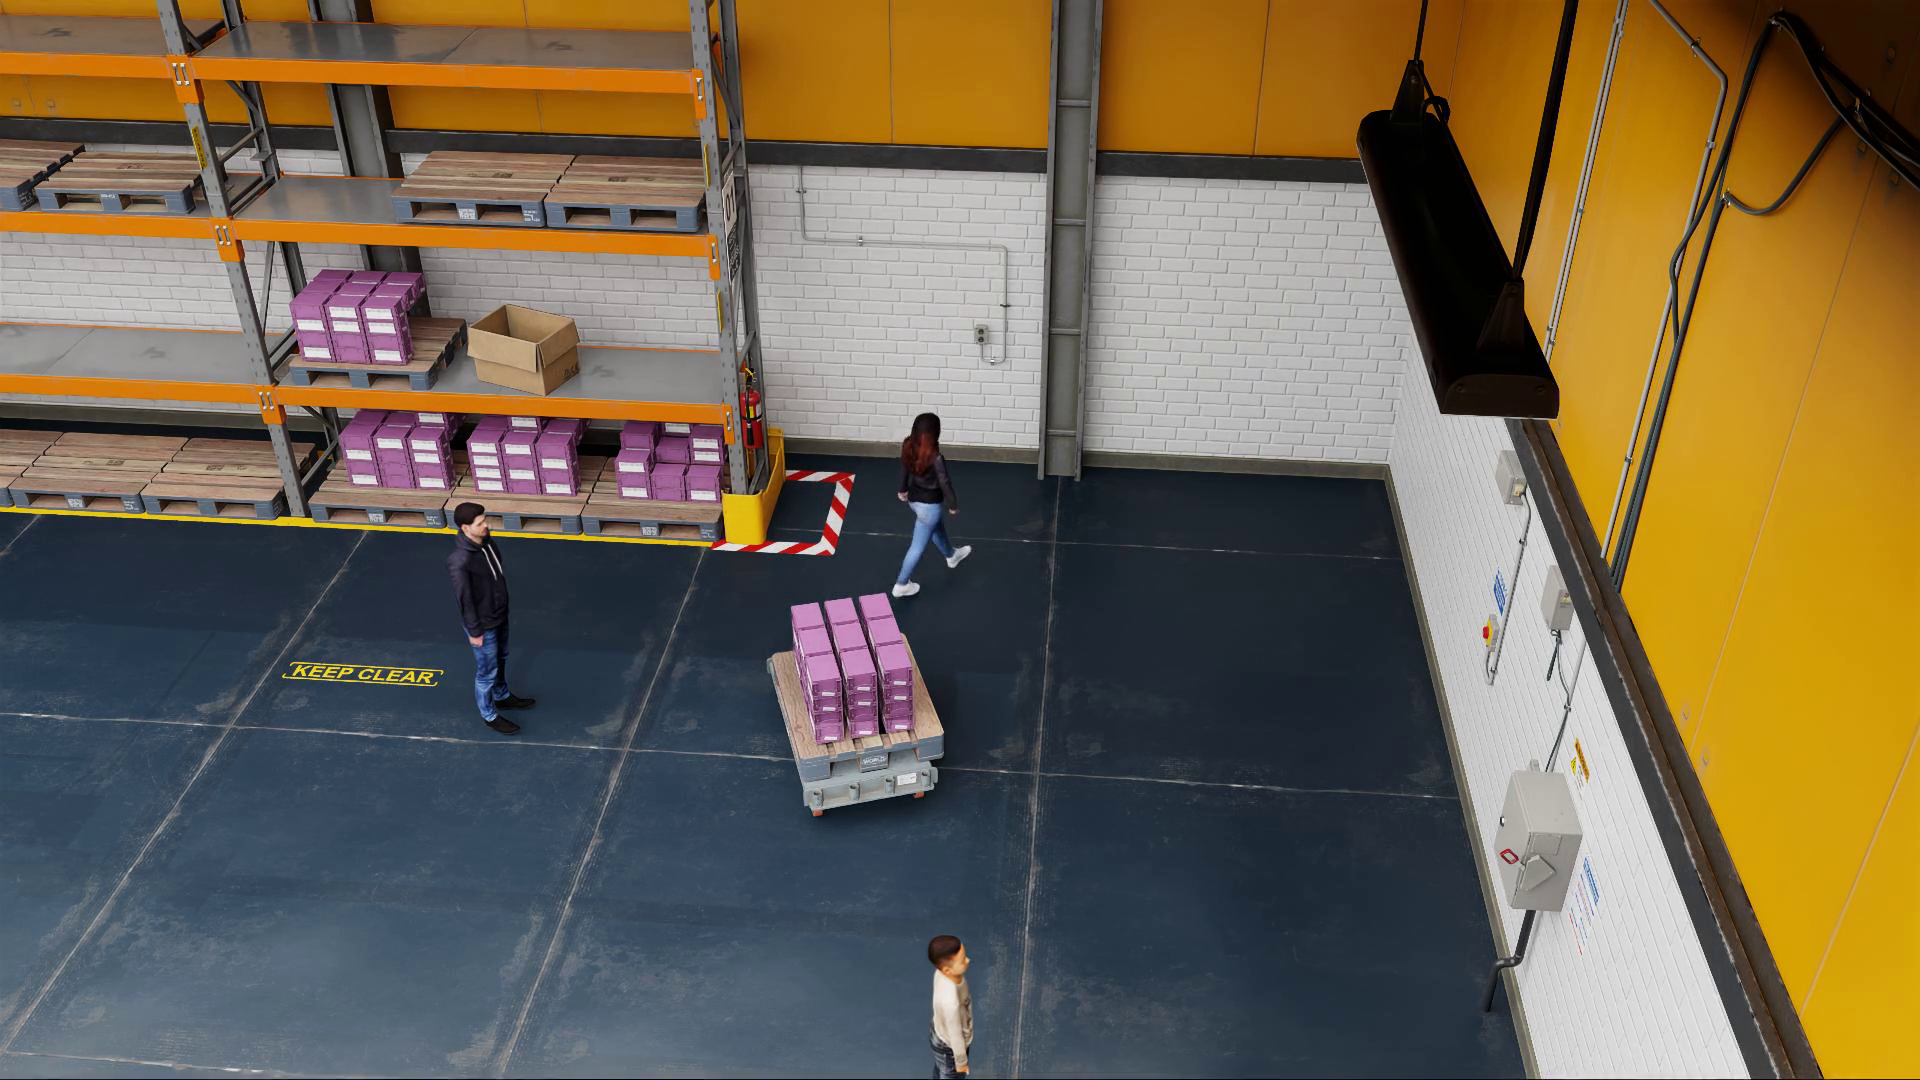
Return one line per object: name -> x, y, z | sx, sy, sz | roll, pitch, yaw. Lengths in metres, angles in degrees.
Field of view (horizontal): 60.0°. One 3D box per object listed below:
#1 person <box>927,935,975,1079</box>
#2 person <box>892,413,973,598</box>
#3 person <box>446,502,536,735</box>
person -> -0.053, 2.697, 9.046 | 0.559, 1.465, 0.579 | -3, 34, -5
person -> -0.331, -0.251, 13.368 | 1.181, 1.591, 1.112 | -24, 40, -31
person -> -3.410, 0.532, 11.916 | 0.560, 1.894, 0.678 | 4, 34, 6
